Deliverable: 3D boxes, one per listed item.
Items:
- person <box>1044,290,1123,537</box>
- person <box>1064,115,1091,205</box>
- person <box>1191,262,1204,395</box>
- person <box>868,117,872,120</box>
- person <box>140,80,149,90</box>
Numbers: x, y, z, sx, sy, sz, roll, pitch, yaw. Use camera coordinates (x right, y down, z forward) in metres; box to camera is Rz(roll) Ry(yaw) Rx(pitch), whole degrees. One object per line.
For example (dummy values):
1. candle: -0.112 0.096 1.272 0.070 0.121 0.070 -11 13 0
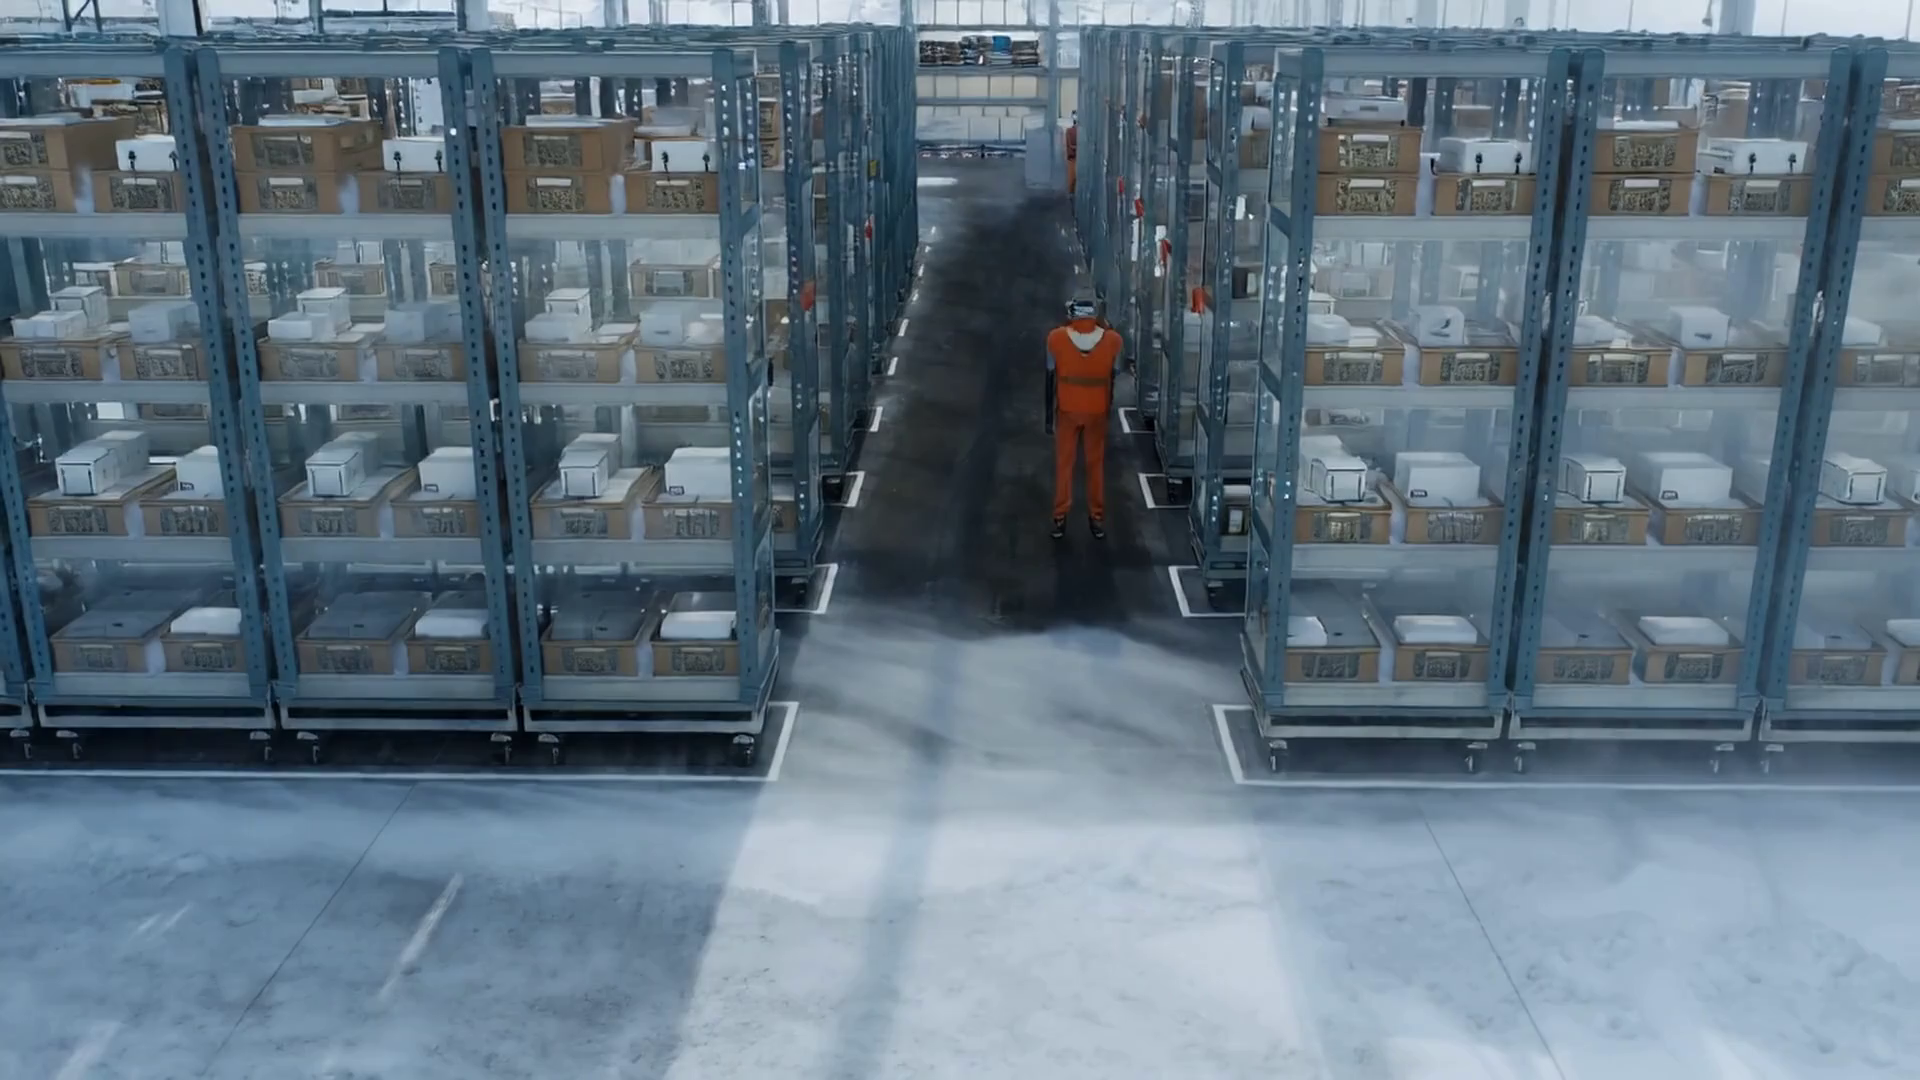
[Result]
1. person: 0.910 -0.940 12.331 0.574 1.843 0.375 1 17 2
2. person: 2.431 -7.889 34.391 0.622 1.913 0.878 9 20 28
3. person: 2.369 -2.359 16.944 0.524 1.823 0.605 -1 17 -4
4. person: -1.709 -6.904 31.131 0.639 1.964 0.777 -3 18 -8
5. person: -26.015 -13.773 53.240 0.429 1.842 0.636 4 18 13
